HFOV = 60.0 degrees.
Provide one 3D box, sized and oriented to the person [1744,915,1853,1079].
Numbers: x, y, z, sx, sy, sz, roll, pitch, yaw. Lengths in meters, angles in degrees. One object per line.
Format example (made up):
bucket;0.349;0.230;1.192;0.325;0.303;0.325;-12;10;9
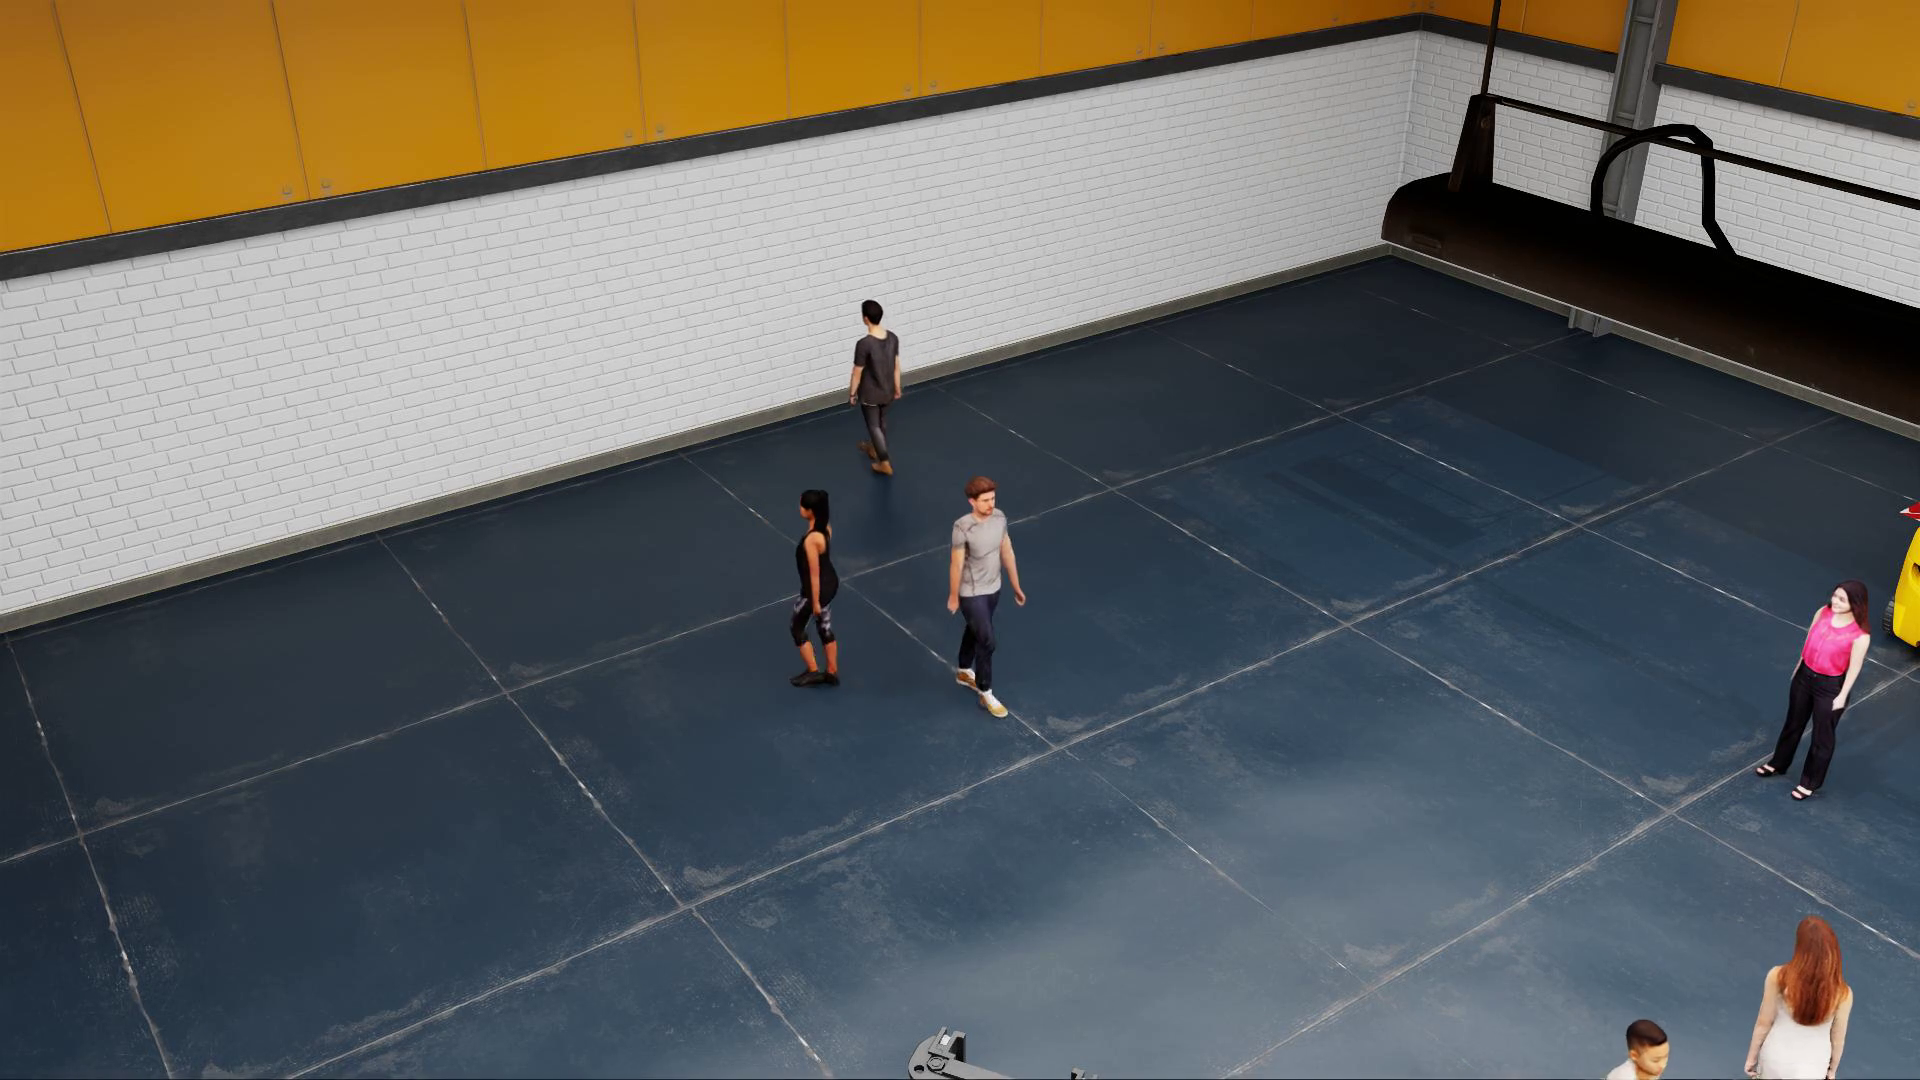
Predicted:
person;4.096;2.660;8.236;1.137;1.664;0.868;21;35;34

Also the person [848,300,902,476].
person;-0.757;-1.406;15.664;0.652;1.690;0.901;-19;34;-31

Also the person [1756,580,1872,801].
person;5.842;0.995;11.294;0.682;1.660;0.518;-12;31;-21

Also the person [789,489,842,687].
person;-0.985;0.372;12.439;0.775;1.656;0.717;5;29;8

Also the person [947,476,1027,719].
person;0.076;0.337;12.285;0.935;1.865;0.743;24;37;37

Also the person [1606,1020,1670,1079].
person;3.123;2.862;8.116;0.577;1.424;0.977;-18;33;-29
